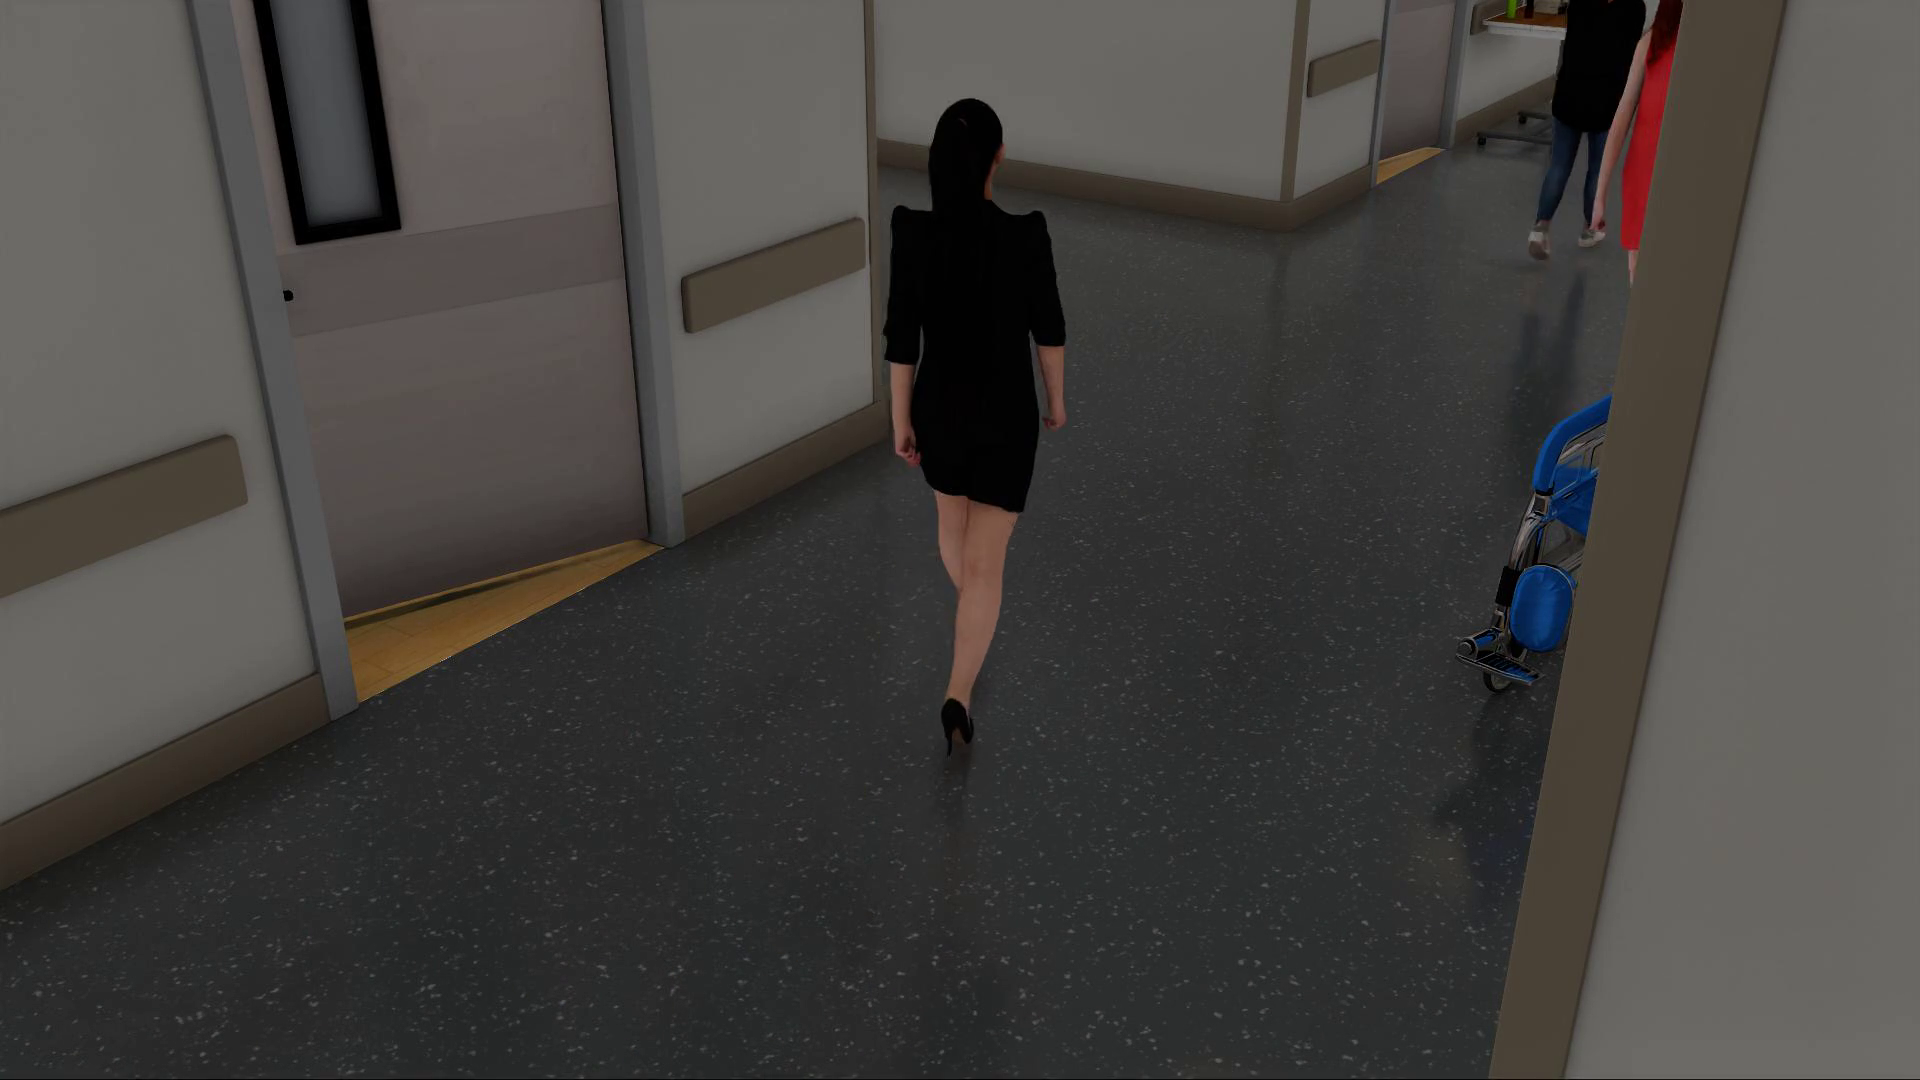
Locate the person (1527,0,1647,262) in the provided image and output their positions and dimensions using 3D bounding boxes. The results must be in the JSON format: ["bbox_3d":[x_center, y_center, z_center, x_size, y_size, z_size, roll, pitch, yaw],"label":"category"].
[{"bbox_3d":[3.146,-2.212,8.403,0.547,1.623,1.003,17,30,31],"label":"person"}]

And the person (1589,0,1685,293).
[{"bbox_3d":[2.711,-1.306,6.341,0.626,1.783,1.128,17,30,31],"label":"person"}]

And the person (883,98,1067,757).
[{"bbox_3d":[0.026,-0.229,4.257,0.819,1.652,1.096,7,27,15],"label":"person"}]
